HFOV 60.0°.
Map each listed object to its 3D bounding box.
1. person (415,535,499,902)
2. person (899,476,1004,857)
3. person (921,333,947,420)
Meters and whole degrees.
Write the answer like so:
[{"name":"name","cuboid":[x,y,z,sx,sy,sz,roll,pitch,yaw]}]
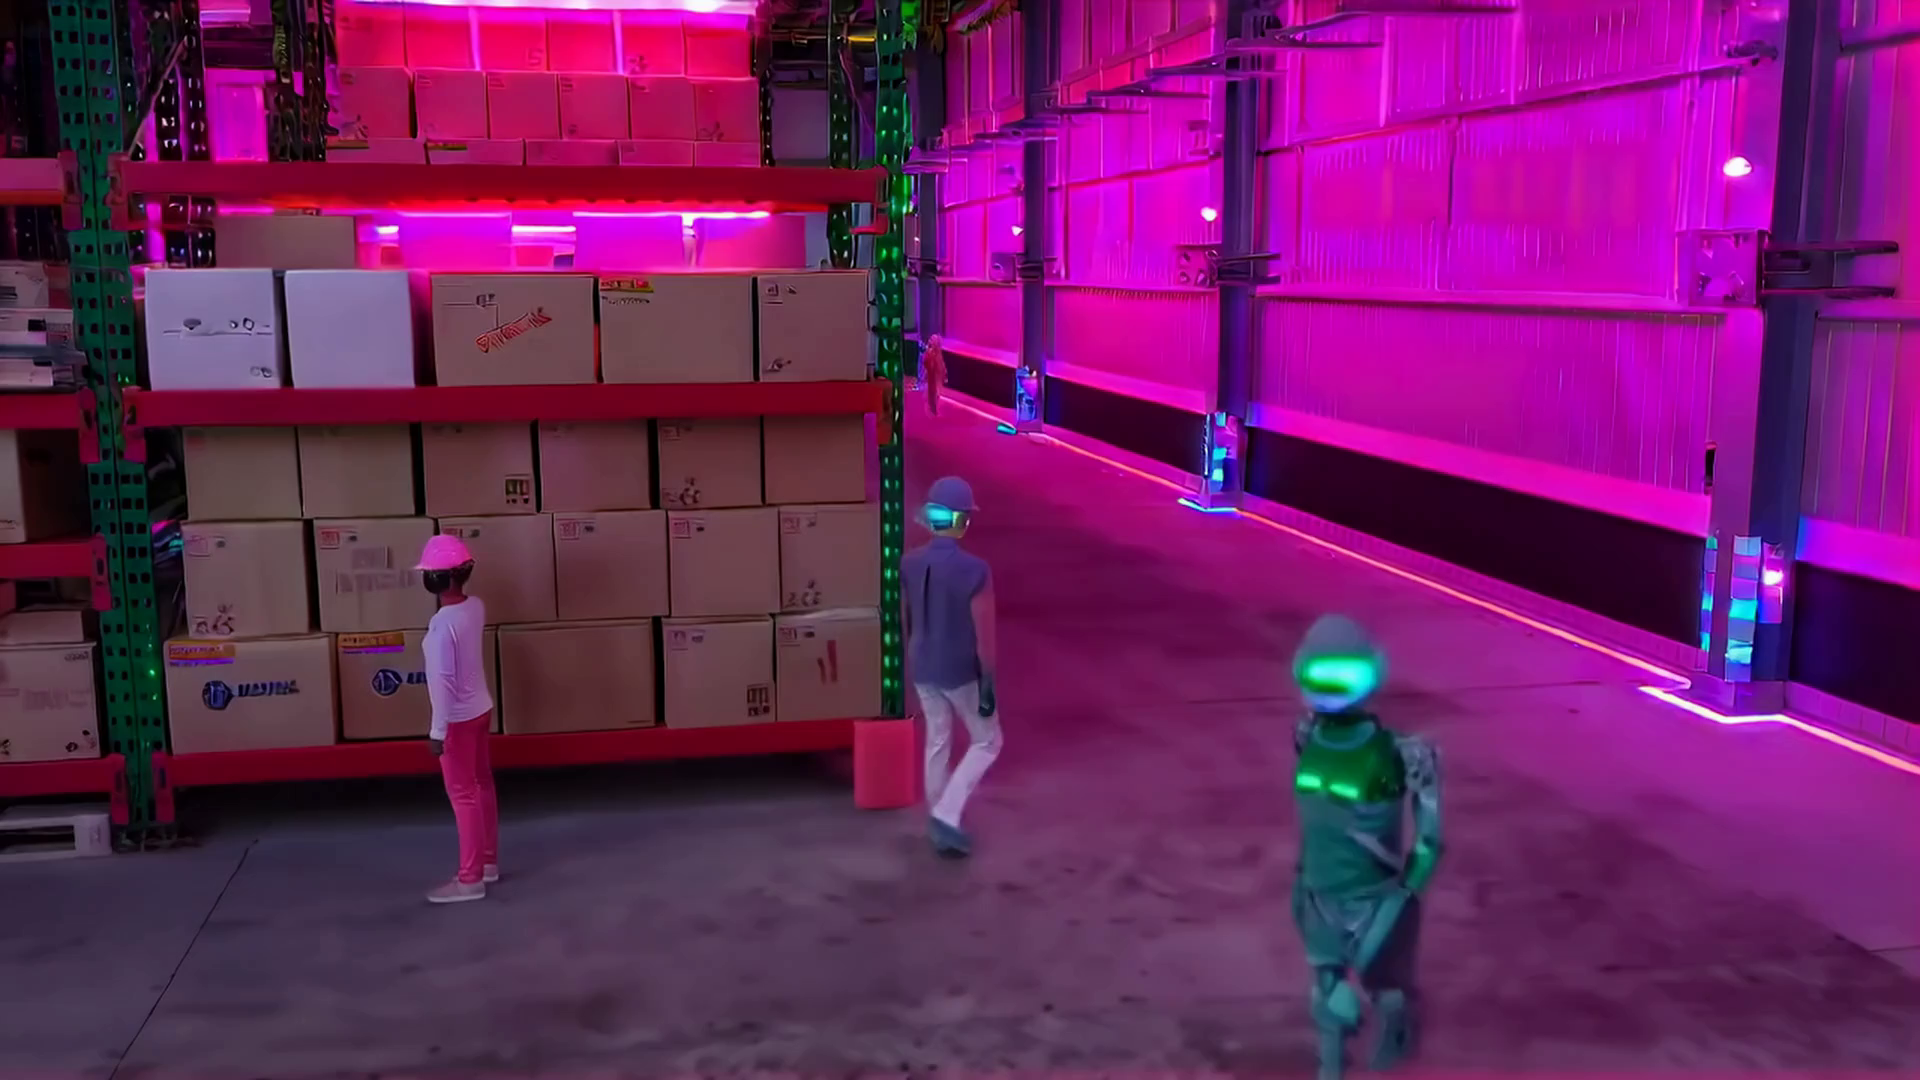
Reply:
[{"name":"person","cuboid":[-2.427,0.851,8.002,0.315,1.770,0.524,1,9,4]},{"name":"person","cuboid":[-0.053,0.662,8.474,0.648,1.981,0.415,9,13,42]},{"name":"person","cuboid":[-0.538,-3.283,33.290,0.576,1.734,0.569,-8,12,-41]}]
